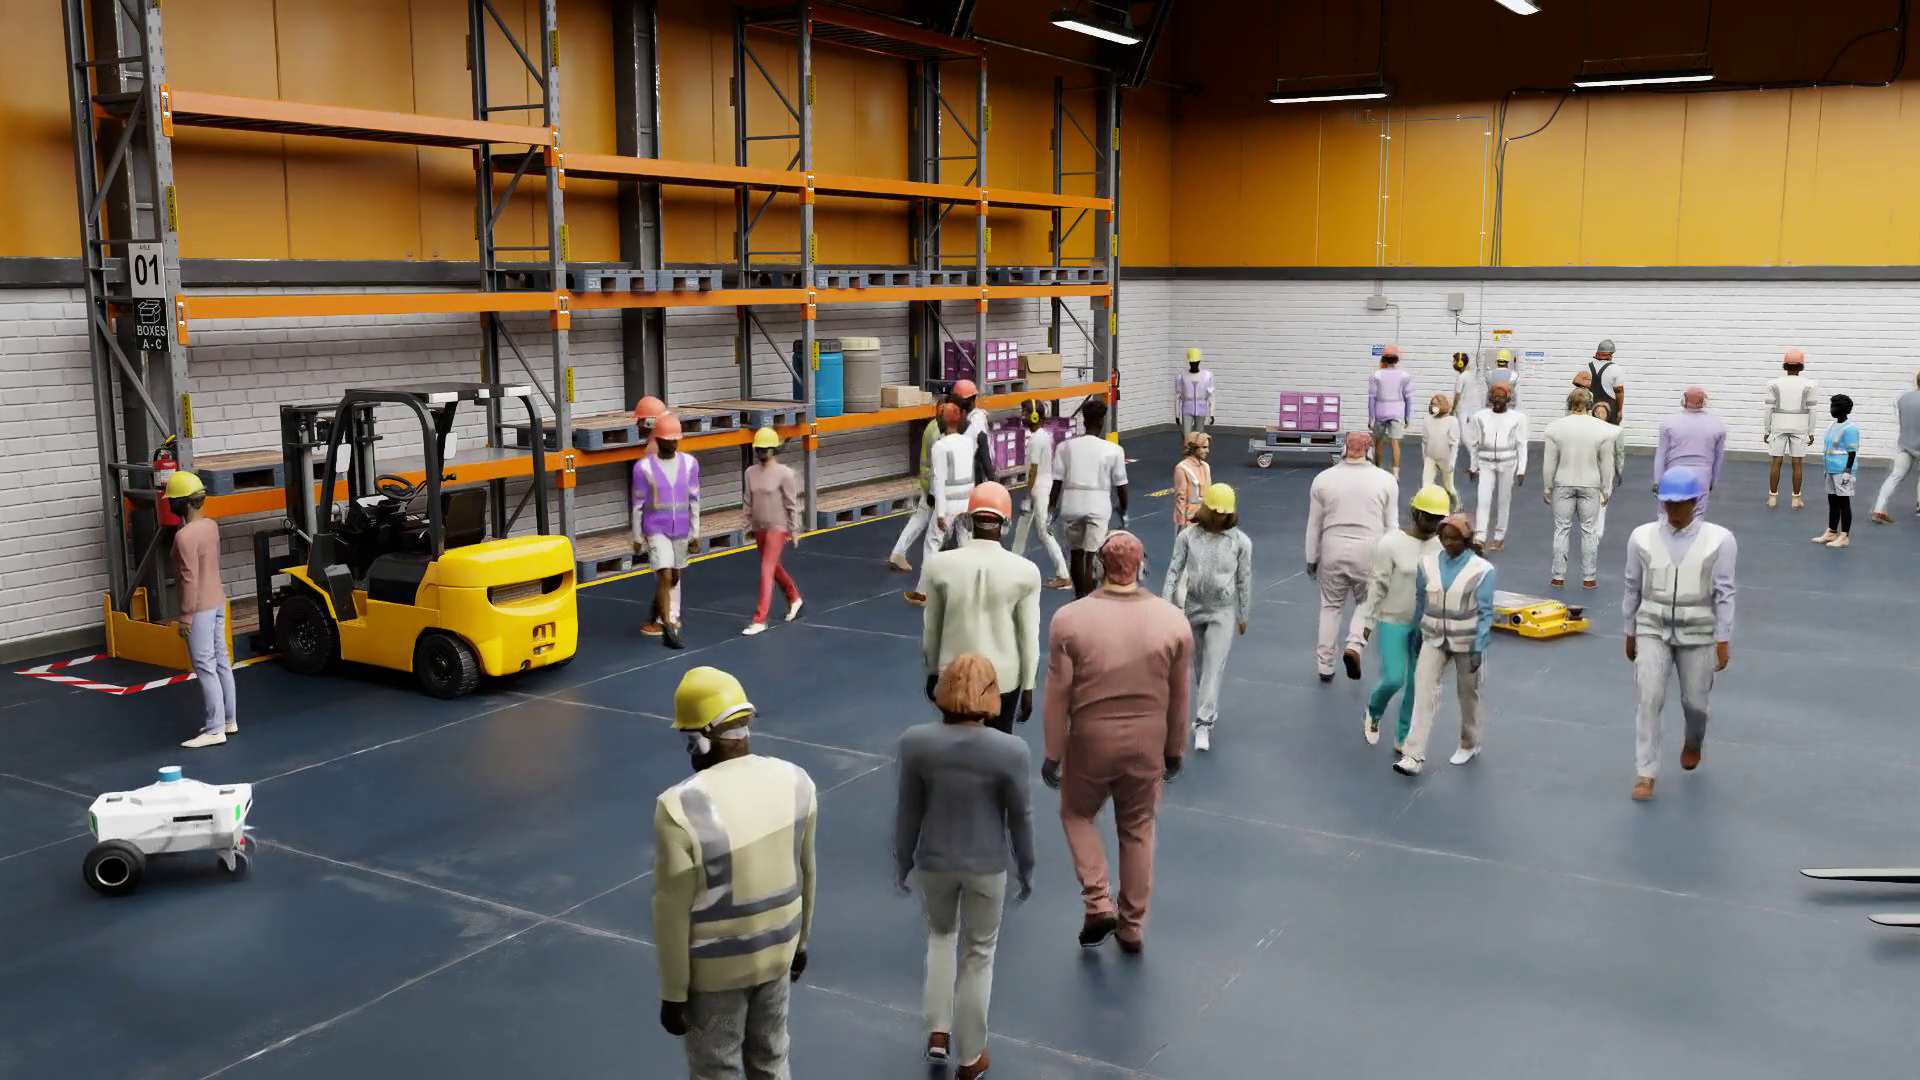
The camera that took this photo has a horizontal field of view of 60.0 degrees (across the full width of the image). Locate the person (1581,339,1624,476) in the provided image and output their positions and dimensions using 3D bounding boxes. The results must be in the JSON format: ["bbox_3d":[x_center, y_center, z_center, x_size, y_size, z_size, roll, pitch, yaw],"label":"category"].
[{"bbox_3d":[9.597,-1.972,24.784,0.538,2.000,0.683,-8,12,-39],"label":"person"}]

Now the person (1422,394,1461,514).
[{"bbox_3d":[5.716,-0.947,19.754,0.500,1.602,0.810,8,12,41],"label":"person"}]

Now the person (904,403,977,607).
[{"bbox_3d":[-0.152,-0.304,14.940,0.851,1.850,0.587,9,13,43],"label":"person"}]

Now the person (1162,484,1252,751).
[{"bbox_3d":[1.576,0.465,10.683,0.552,1.687,0.922,4,10,23],"label":"person"}]

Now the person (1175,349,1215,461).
[{"bbox_3d":[3.499,-1.892,24.792,0.592,1.883,0.958,1,9,3],"label":"person"}]

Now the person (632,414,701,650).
[{"bbox_3d":[-2.436,-0.105,13.592,0.542,1.904,0.883,-6,11,-31],"label":"person"}]

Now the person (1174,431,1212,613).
[{"bbox_3d":[2.059,-0.140,14.628,0.336,1.631,0.518,7,12,38],"label":"person"}]

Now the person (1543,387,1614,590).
[{"bbox_3d":[5.864,-0.483,15.827,0.627,1.934,0.370,3,10,19],"label":"person"}]

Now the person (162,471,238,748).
[{"bbox_3d":[-4.866,0.439,10.599,0.329,1.765,0.533,-1,9,-4],"label":"person"}]

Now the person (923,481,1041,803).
[{"bbox_3d":[0.106,0.693,8.400,0.604,1.966,0.833,0,9,1],"label":"person"}]

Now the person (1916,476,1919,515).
[{"bbox_3d":[12.184,-1.234,20.783,0.697,1.845,0.501,-6,11,-35],"label":"person"}]

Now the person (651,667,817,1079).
[{"bbox_3d":[-0.712,1.289,5.190,0.437,1.806,0.610,9,13,44],"label":"person"}]

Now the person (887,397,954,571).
[{"bbox_3d":[-0.270,-0.546,16.706,0.974,1.793,0.630,-2,9,-11],"label":"person"}]

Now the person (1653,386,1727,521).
[{"bbox_3d":[7.301,-0.599,16.713,0.659,1.885,0.551,2,9,13],"label":"person"}]

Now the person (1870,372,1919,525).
[{"bbox_3d":[11.412,-1.101,19.865,1.052,1.893,0.634,-3,9,-16],"label":"person"}]

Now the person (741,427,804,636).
[{"bbox_3d":[-1.585,-0.106,14.107,0.530,1.729,0.889,6,11,33],"label":"person"}]

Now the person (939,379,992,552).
[{"bbox_3d":[0.045,-0.743,17.573,0.828,1.889,0.547,-2,9,-13],"label":"person"}]

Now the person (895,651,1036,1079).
[{"bbox_3d":[0.026,1.213,6.193,0.530,1.620,0.365,2,9,15],"label":"person"}]

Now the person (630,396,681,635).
[{"bbox_3d":[-2.535,-0.204,13.891,0.396,1.992,0.622,0,9,1],"label":"person"}]

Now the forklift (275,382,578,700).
[{"bbox_3d":[-3.974,-0.067,12.417,2.313,2.155,1.214,5,11,30],"label":"forklift"}]

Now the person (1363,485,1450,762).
[{"bbox_3d":[2.765,0.509,10.228,0.547,1.737,0.512,-2,9,-11],"label":"person"}]

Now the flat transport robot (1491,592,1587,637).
[{"bbox_3d":[4.573,0.588,14.313,0.652,0.197,1.431,-7,11,-37],"label":"flat transport robot"}]

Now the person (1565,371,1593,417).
[{"bbox_3d":[8.801,-1.582,23.618,0.279,1.633,0.497,-4,10,-23],"label":"person"}]

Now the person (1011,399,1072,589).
[{"bbox_3d":[0.664,-0.434,15.881,0.888,1.824,0.548,1,9,4],"label":"person"}]

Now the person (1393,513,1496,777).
[{"bbox_3d":[2.925,0.627,9.949,0.518,1.589,0.887,7,12,38],"label":"person"}]

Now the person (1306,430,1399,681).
[{"bbox_3d":[2.877,0.129,12.218,0.684,1.865,0.471,4,10,22],"label":"person"}]

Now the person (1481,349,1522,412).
[{"bbox_3d":[8.417,-2.044,25.878,0.603,1.830,0.404,4,10,21],"label":"person"}]

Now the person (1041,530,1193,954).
[{"bbox_3d":[0.680,0.895,7.361,0.676,1.890,0.427,-1,9,-8],"label":"person"}]

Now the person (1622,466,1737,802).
[{"bbox_3d":[4.158,0.516,9.630,0.615,1.926,0.761,5,11,30],"label":"person"}]

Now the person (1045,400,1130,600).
[{"bbox_3d":[1.126,-0.251,14.419,0.663,1.916,0.955,3,10,18],"label":"person"}]

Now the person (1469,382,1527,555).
[{"bbox_3d":[5.738,-0.753,17.796,0.610,1.835,0.954,5,10,26],"label":"person"}]

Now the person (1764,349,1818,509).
[{"bbox_3d":[10.635,-1.421,21.328,0.607,2.048,0.370,5,10,29],"label":"person"}]

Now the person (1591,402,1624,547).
[{"bbox_3d":[7.088,-0.745,18.514,0.533,1.592,0.855,5,10,29],"label":"person"}]

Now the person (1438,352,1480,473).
[{"bbox_3d":[7.567,-1.926,25.193,0.885,1.828,0.529,5,10,26],"label":"person"}]

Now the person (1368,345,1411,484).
[{"bbox_3d":[6.189,-1.820,23.996,0.624,1.997,1.020,1,9,7],"label":"person"}]

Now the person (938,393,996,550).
[{"bbox_3d":[0.074,-0.505,16.266,1.061,1.870,0.622,-8,12,-41],"label":"person"}]

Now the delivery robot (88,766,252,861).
[{"bbox_3d":[-3.909,1.369,8.264,0.707,0.478,0.477,-2,9,-14],"label":"delivery robot"}]

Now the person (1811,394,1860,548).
[{"bbox_3d":[9.664,-0.758,18.283,0.322,1.694,0.536,0,9,3],"label":"person"}]
